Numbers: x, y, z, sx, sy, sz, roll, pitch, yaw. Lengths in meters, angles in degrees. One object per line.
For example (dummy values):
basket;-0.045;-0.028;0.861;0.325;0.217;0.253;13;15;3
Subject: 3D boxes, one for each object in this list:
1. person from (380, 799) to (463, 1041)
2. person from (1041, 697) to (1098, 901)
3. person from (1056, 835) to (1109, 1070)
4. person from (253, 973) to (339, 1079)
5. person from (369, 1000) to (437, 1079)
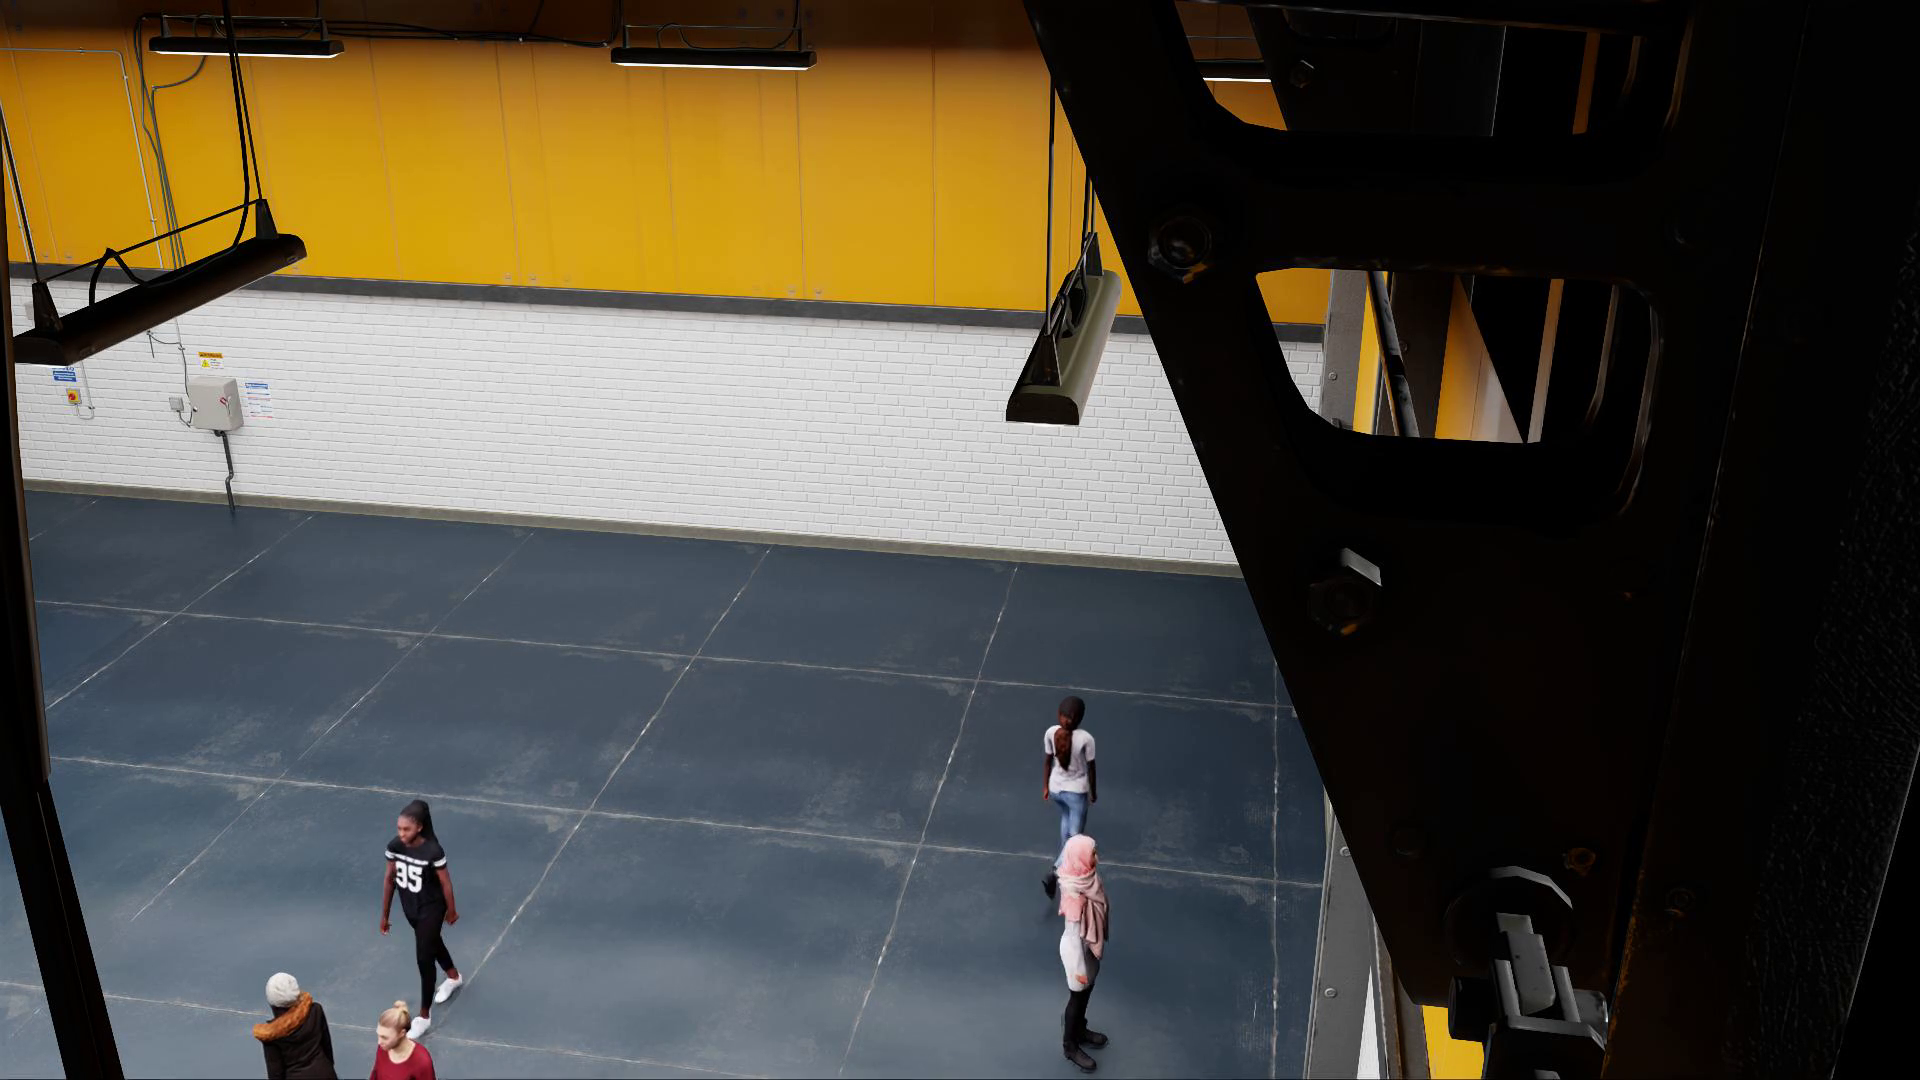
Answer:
person;-3.840;2.638;12.062;0.747;1.702;1.043;10;25;21
person;0.853;2.080;13.346;0.808;1.697;1.108;12;26;26
person;0.828;2.828;11.502;0.720;1.802;0.558;8;25;17
person;-4.103;3.395;10.415;0.794;1.636;0.693;17;29;34
person;-3.283;3.509;10.127;0.918;1.656;1.181;14;27;29
